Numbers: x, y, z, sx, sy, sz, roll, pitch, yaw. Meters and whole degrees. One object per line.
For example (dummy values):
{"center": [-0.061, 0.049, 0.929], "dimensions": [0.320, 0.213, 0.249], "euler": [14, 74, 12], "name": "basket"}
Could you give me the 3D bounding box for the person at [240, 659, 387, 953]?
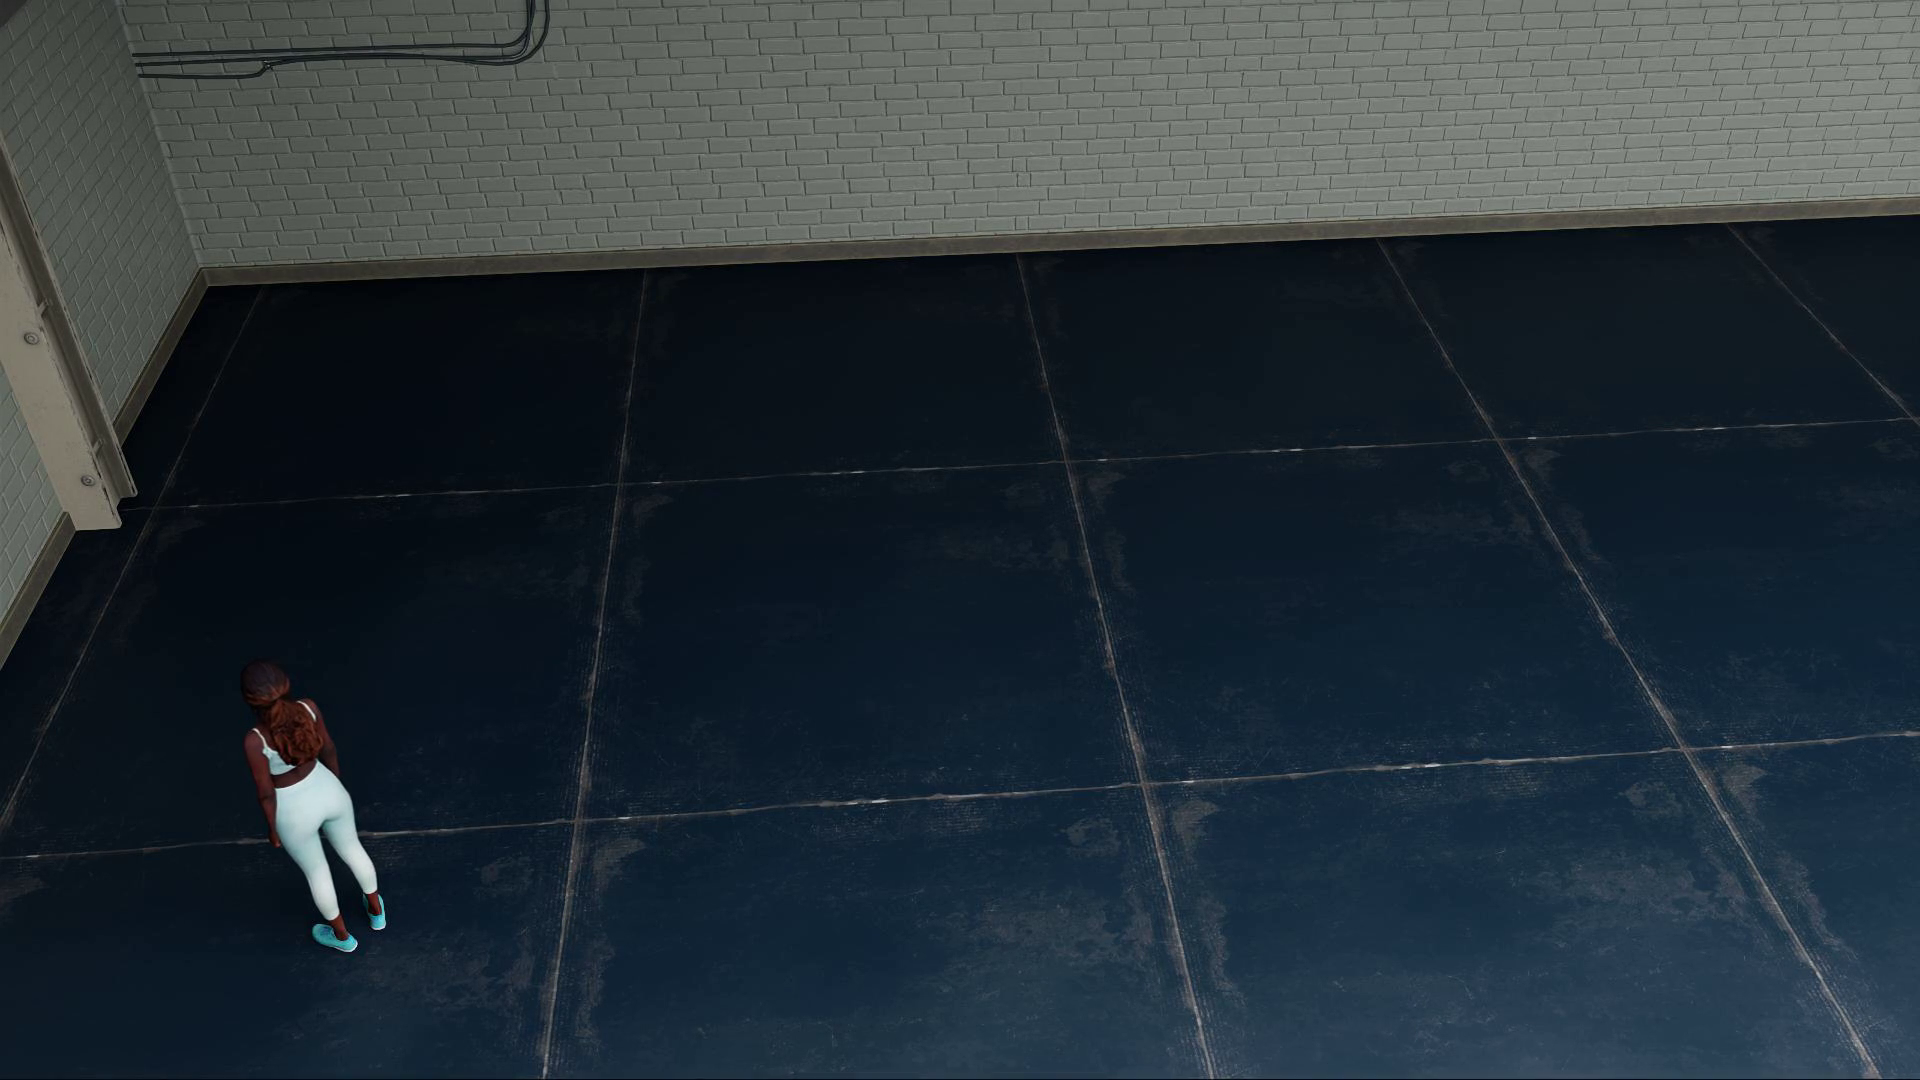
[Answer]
{"center": [-2.982, 1.225, 7.616], "dimensions": [0.714, 1.724, 0.648], "euler": [26, 45, 29], "name": "person"}
